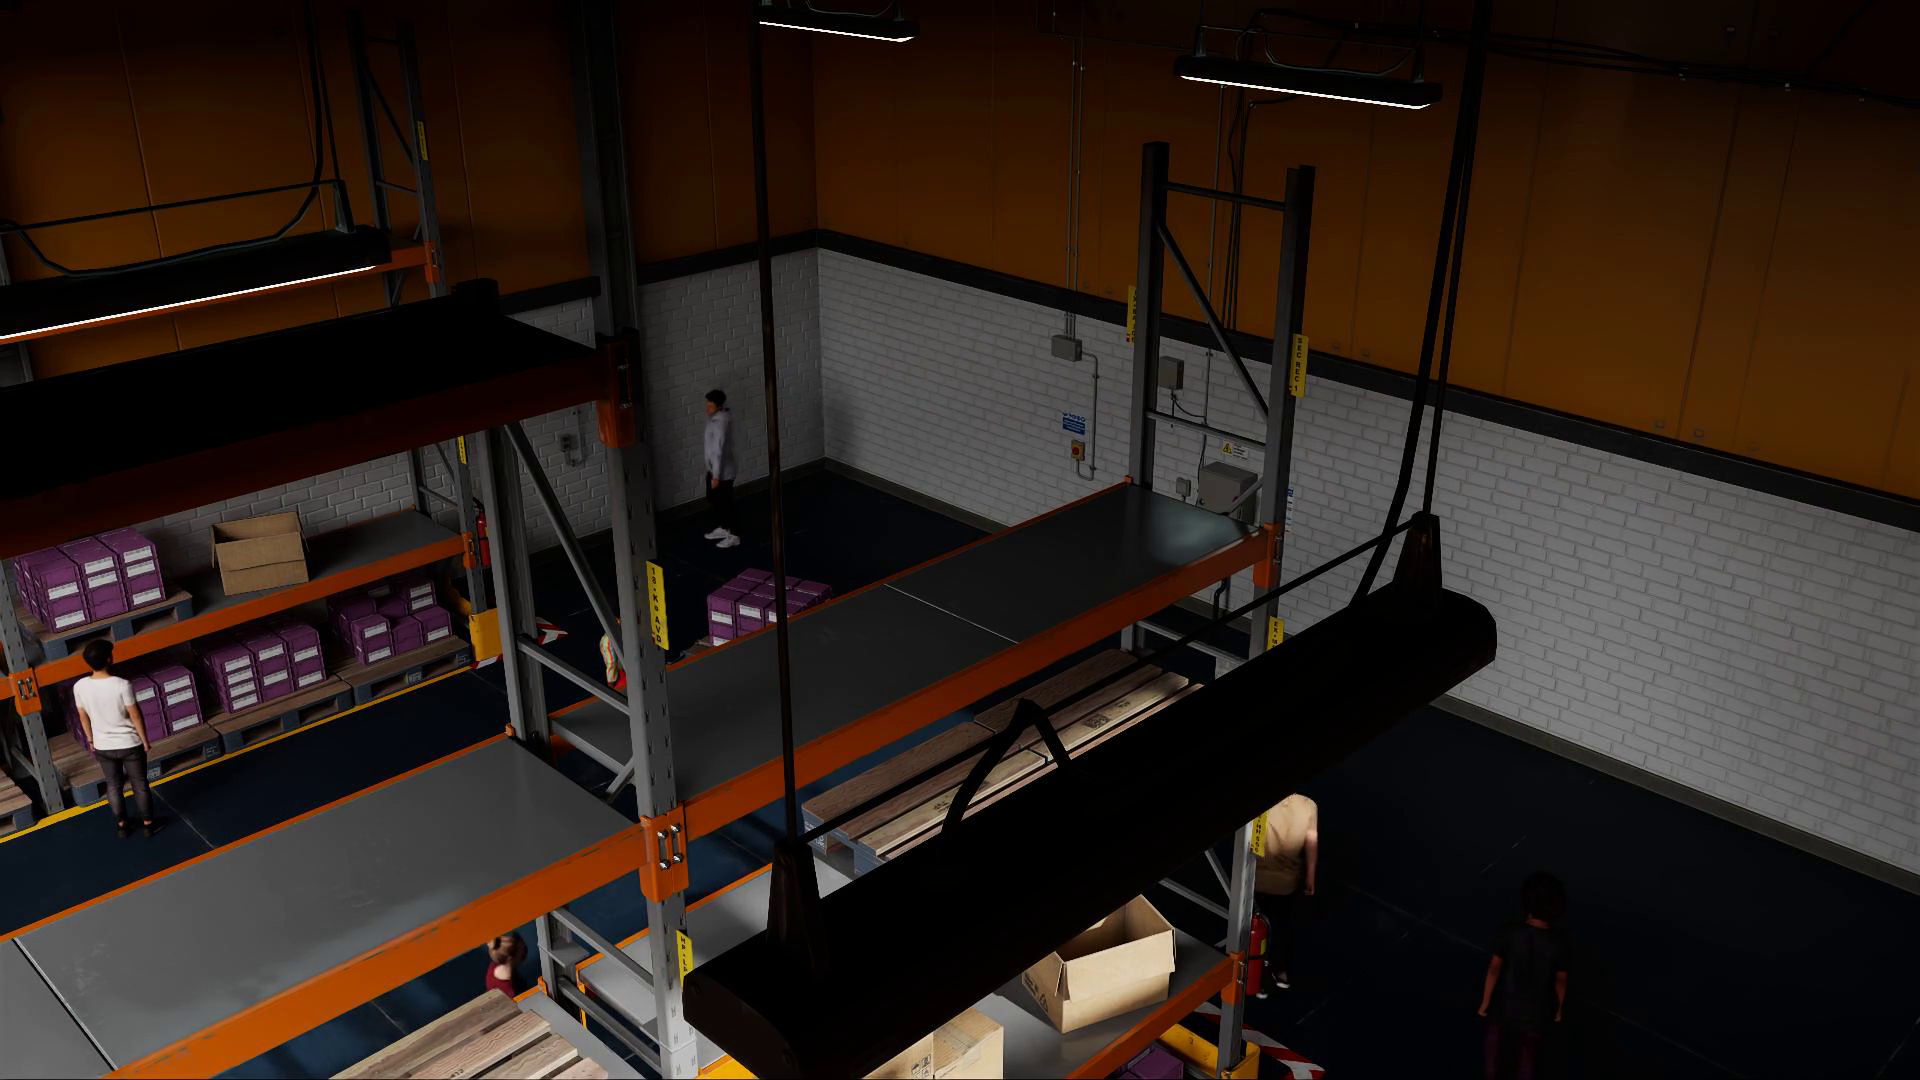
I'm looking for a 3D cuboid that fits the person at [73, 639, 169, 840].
[{"bbox_3d":[-6.692,1.575,13.195,0.685,1.722,0.747,0,24,-1],"label":"person"}]

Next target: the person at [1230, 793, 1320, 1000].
[{"bbox_3d":[2.154,2.342,11.298,0.800,1.835,0.876,-3,24,-6],"label":"person"}]

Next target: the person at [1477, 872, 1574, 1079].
[{"bbox_3d":[3.438,2.865,10.179,0.749,1.773,0.751,8,25,18],"label":"person"}]

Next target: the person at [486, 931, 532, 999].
[{"bbox_3d":[-2.688,3.077,9.852,1.174,1.647,0.838,-13,27,-27],"label":"person"}]

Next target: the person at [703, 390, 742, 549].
[{"bbox_3d":[-2.612,-0.797,18.398,0.757,1.900,0.813,-5,24,-10],"label":"person"}]
